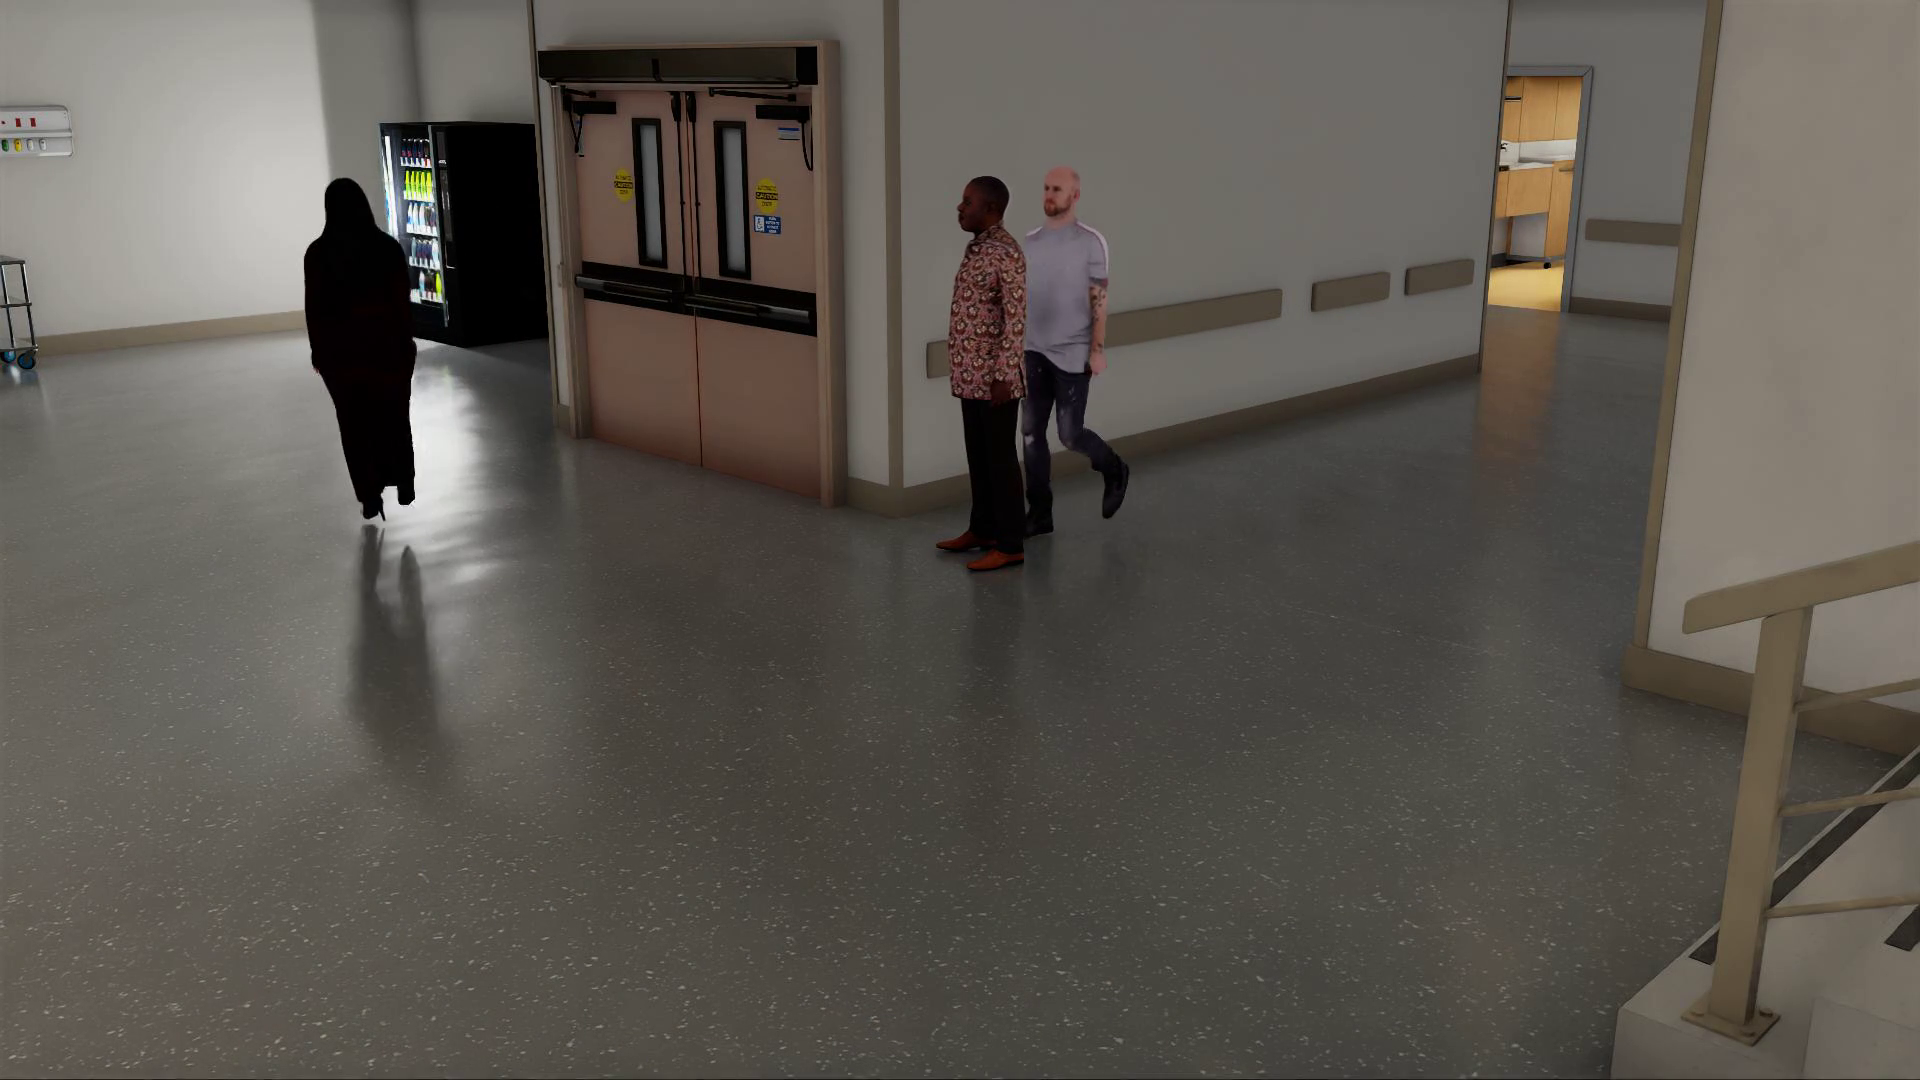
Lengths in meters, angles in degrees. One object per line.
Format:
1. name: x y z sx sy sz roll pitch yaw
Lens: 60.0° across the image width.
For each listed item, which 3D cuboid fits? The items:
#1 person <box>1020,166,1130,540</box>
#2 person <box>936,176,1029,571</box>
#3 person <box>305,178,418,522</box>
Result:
1. person: 0.547 -0.919 8.249 0.711 1.813 0.870 -15 21 -42
2. person: 0.142 -0.783 7.780 0.837 1.808 0.678 -6 17 -21
3. person: -2.971 -0.928 8.406 0.717 1.746 0.718 -11 19 -35
